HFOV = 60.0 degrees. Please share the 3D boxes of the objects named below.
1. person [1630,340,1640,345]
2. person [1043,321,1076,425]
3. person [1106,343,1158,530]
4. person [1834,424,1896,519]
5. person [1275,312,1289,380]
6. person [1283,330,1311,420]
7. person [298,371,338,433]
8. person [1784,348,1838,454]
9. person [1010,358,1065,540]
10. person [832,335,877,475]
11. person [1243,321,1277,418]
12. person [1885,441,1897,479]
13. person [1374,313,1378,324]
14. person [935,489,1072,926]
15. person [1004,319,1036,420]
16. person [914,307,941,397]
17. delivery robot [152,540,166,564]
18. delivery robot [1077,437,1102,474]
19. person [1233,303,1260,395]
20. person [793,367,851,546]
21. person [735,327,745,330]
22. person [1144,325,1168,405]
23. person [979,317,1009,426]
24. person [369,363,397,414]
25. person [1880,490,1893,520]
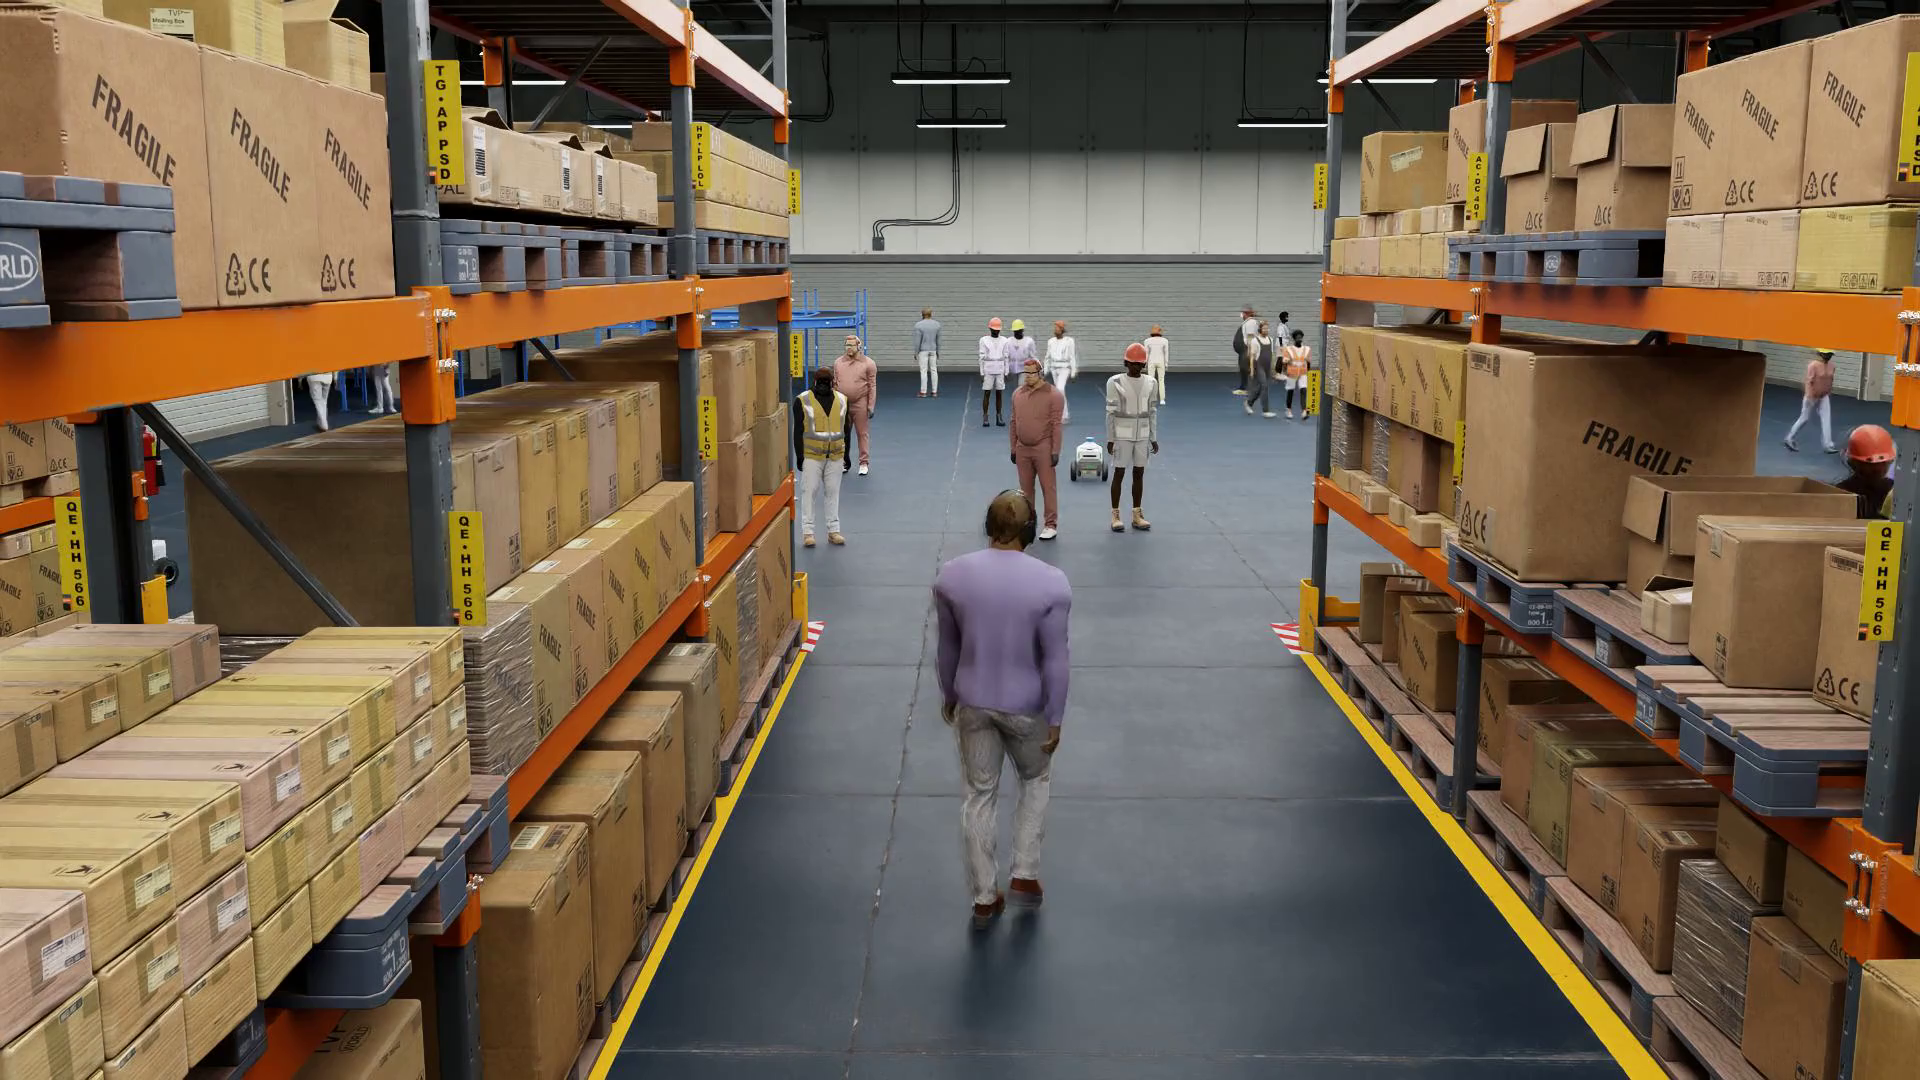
[{"bbox_3d":[11.324,-2.577,28.044,0.512,1.615,0.569,4,10,21],"label":"person"},{"bbox_3d":[1.705,-2.966,29.694,0.903,1.846,0.590,-9,13,-43],"label":"person"},{"bbox_3d":[1.885,-1.126,18.110,0.605,2.034,0.392,-3,10,-18],"label":"person"},{"bbox_3d":[5.312,0.296,9.781,0.648,1.969,0.426,-3,10,-17],"label":"person"},{"bbox_3d":[8.003,-4.825,41.302,0.321,1.689,0.530,4,10,21],"label":"person"},{"bbox_3d":[6.241,-3.055,30.806,0.551,1.644,0.874,0,9,-2],"label":"person"},{"bbox_3d":[-10.861,-2.708,27.961,0.910,1.904,0.628,8,12,38],"label":"person"},{"bbox_3d":[13.093,-2.189,25.448,0.565,1.714,0.916,-2,10,-15],"label":"person"},{"bbox_3d":[0.781,-0.964,17.549,0.637,1.900,0.403,6,11,33],"label":"person"},{"bbox_3d":[-1.471,-1.851,22.830,0.640,1.910,0.407,3,10,17],"label":"person"},{"bbox_3d":[5.685,-3.248,31.492,0.513,1.818,0.836,-7,12,-38],"label":"person"},{"bbox_3d":[6.953,-0.096,12.338,0.575,1.906,0.642,6,11,31],"label":"person"},{"bbox_3d":[10.647,-5.308,43.543,0.646,1.907,0.401,7,12,37],"label":"person"},{"bbox_3d":[0.194,0.729,7.372,0.637,1.918,0.542,3,10,15],"label":"person"},{"bbox_3d":[1.116,-3.121,30.587,0.575,1.869,1.034,5,11,29],"label":"person"},{"bbox_3d":[-0.707,-4.067,36.008,0.637,1.937,0.357,-5,11,-28],"label":"person"},{"bbox_3d":[-7.403,0.149,14.743,0.477,0.478,0.707,3,10,17],"label":"delivery robot"},{"bbox_3d":[1.754,-1.145,22.490,0.477,0.478,0.707,1,10,5],"label":"delivery robot"},{"bbox_3d":[6.330,-4.178,36.497,0.679,2.000,0.688,0,9,2],"label":"person"},{"bbox_3d":[-1.409,-0.866,17.146,0.619,1.839,0.430,-4,10,-24],"label":"person"},{"bbox_3d":[-3.736,-2.682,28.053,0.590,1.820,0.510,0,9,-1],"label":"person"},{"bbox_3d":[4.010,-3.583,34.026,0.499,1.632,0.285,1,10,5],"label":"person"},{"bbox_3d":[0.615,-2.994,29.611,0.542,1.930,0.366,-3,10,-15],"label":"person"},{"bbox_3d":[-11.213,-3.348,32.056,0.656,1.832,0.335,4,10,25],"label":"person"},{"bbox_3d":[4.400,0.656,7.932,0.606,1.871,1.009,-1,10,-4],"label":"person"}]
